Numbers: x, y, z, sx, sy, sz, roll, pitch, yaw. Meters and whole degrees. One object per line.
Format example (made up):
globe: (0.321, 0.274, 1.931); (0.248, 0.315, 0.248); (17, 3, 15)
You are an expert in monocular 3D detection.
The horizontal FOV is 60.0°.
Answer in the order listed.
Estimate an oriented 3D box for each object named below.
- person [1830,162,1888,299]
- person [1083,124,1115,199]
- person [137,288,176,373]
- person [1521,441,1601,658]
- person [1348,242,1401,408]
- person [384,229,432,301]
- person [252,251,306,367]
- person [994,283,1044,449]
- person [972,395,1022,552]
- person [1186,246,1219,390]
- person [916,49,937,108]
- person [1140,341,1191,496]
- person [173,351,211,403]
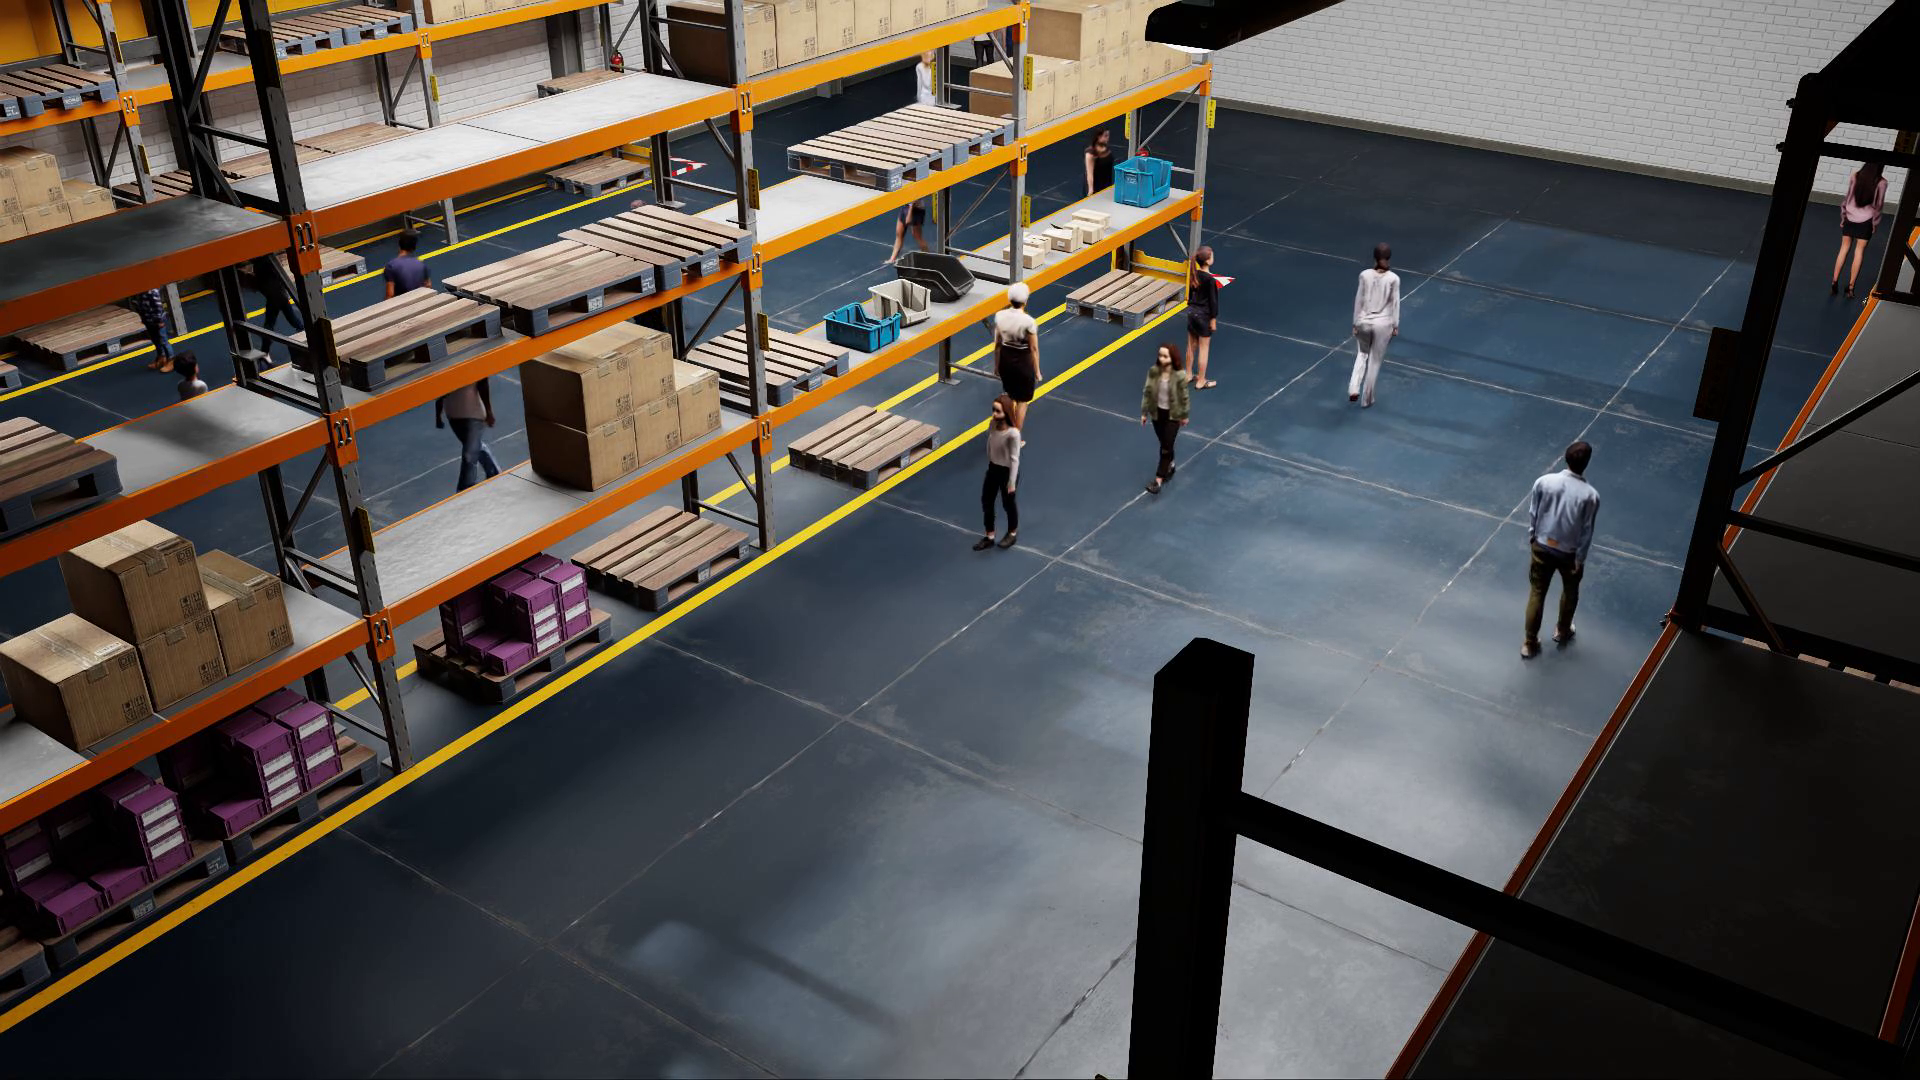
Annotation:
person: (10.868, -3.821, 20.107); (0.611, 1.811, 0.662); (-22, 35, -34)
person: (1.706, -4.559, 21.566); (0.759, 1.708, 0.747); (15, 32, 25)
person: (-8.824, -2.455, 18.187); (0.498, 1.250, 0.486); (17, 33, 28)
person: (4.606, 0.112, 12.920); (0.665, 1.789, 0.837); (18, 33, 29)
person: (4.241, -2.170, 17.132); (0.614, 1.760, 0.685); (17, 33, 28)
person: (-5.769, -2.340, 17.464); (0.933, 1.741, 0.641); (20, 34, 32)
person: (-7.603, -2.695, 18.194); (0.708, 1.665, 1.075); (24, 37, 37)
person: (0.499, -1.630, 16.163); (0.636, 1.741, 0.776); (20, 34, 32)
person: (0.429, -0.611, 14.578); (0.621, 1.470, 0.724); (25, 37, 37)
person: (2.565, -2.390, 17.751); (0.637, 1.555, 0.616); (-19, 34, -30)
person: (-0.481, -6.610, 25.262); (0.729, 1.771, 1.110); (12, 31, 21)
person: (1.969, -1.193, 15.674); (0.570, 1.442, 0.930); (17, 33, 29)
person: (-7.243, -1.178, 15.845); (0.638, 1.252, 0.763); (8, 30, 14)
